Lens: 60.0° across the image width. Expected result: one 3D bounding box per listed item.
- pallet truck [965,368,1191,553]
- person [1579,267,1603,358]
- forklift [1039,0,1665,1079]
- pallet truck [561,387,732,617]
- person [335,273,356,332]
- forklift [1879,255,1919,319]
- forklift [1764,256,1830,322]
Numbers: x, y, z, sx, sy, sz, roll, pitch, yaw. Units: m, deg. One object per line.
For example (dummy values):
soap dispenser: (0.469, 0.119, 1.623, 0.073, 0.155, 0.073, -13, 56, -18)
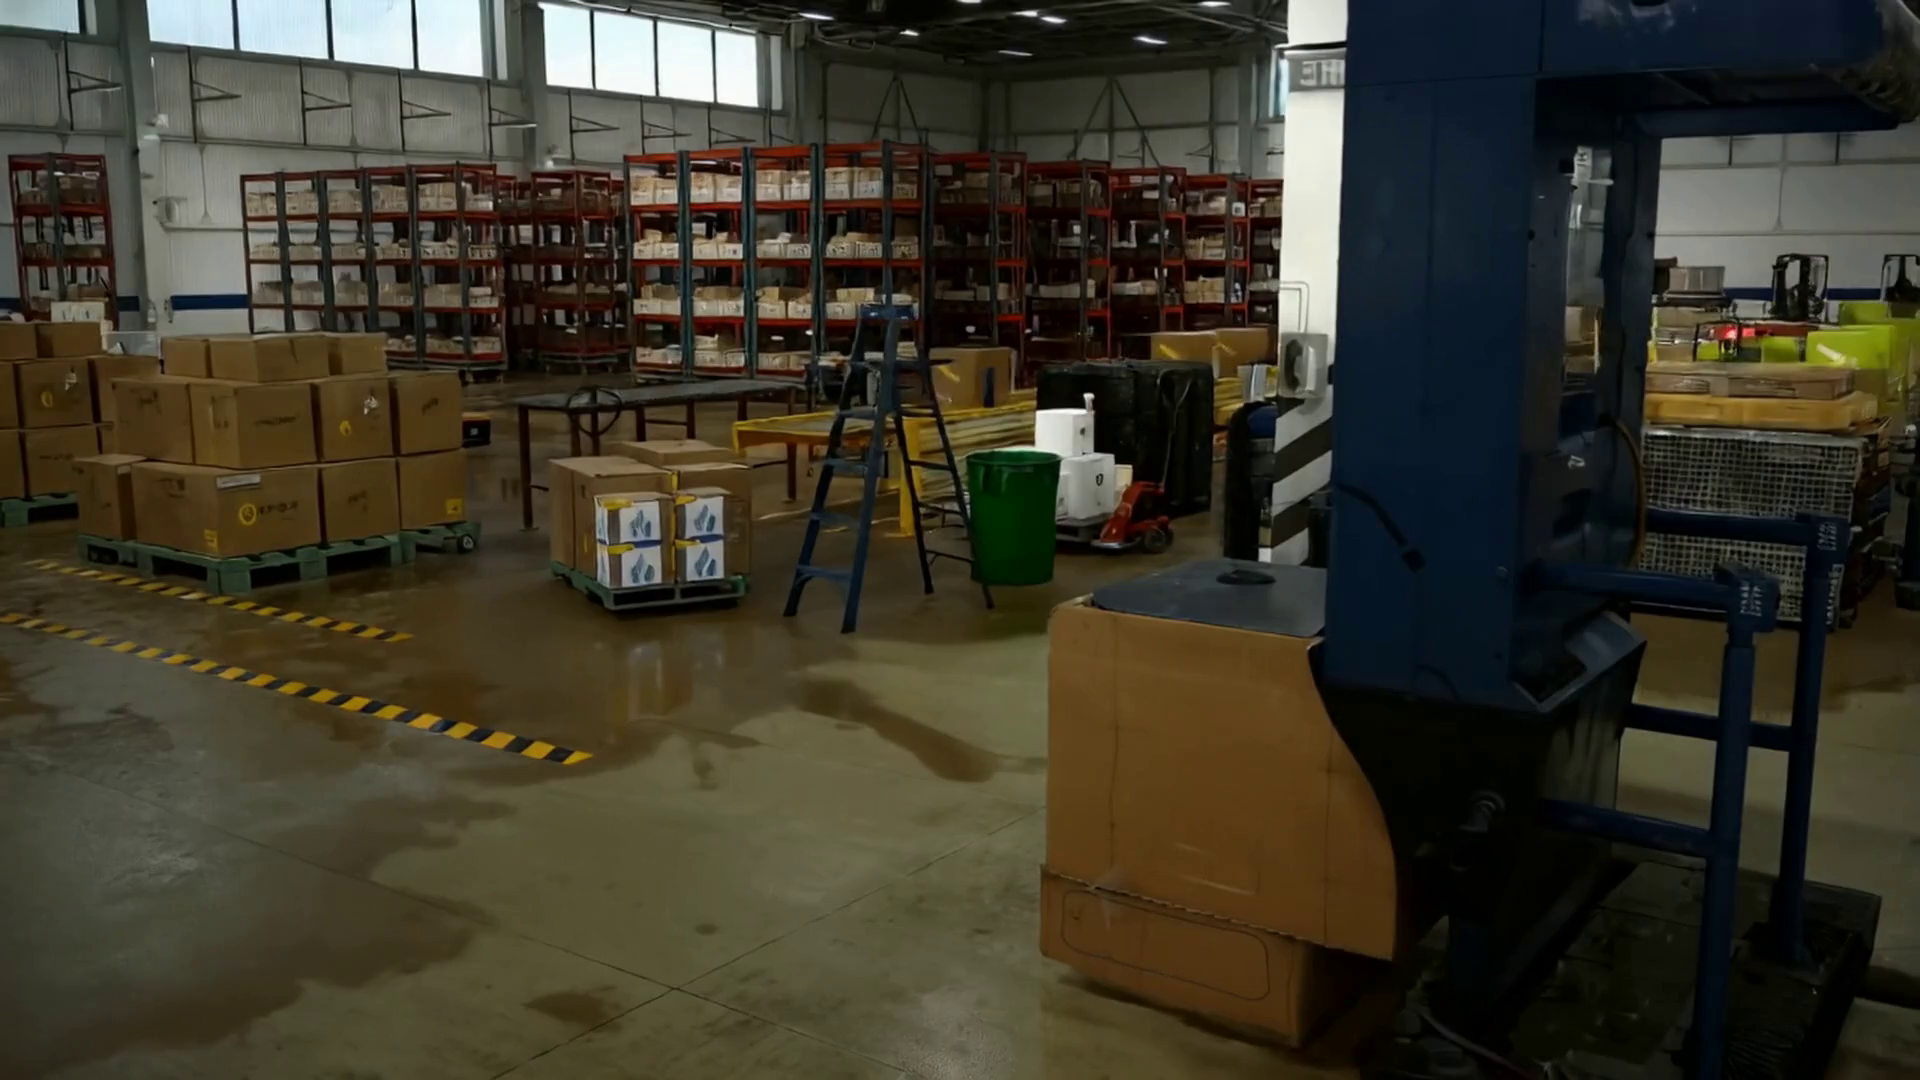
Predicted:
pallet truck: (0.845, -0.609, 11.869, 1.630, 1.274, 0.653, 7, 12, 35)
person: (13.279, -4.743, 34.725, 0.482, 1.891, 0.663, 0, 10, -3)
forklift: (1.249, -0.137, 4.360, 1.873, 2.768, 1.129, 7, 12, 35)
pallet truck: (-1.981, -0.274, 10.088, 0.680, 1.201, 1.601, -5, 11, -28)
person: (-12.941, -4.690, 34.762, 0.629, 1.786, 0.974, 4, 10, 24)
forklift: (22.089, -5.634, 38.796, 1.157, 1.987, 2.680, 6, 11, 33)
forklift: (20.253, -5.854, 40.139, 1.157, 1.987, 2.680, 7, 12, 35)
